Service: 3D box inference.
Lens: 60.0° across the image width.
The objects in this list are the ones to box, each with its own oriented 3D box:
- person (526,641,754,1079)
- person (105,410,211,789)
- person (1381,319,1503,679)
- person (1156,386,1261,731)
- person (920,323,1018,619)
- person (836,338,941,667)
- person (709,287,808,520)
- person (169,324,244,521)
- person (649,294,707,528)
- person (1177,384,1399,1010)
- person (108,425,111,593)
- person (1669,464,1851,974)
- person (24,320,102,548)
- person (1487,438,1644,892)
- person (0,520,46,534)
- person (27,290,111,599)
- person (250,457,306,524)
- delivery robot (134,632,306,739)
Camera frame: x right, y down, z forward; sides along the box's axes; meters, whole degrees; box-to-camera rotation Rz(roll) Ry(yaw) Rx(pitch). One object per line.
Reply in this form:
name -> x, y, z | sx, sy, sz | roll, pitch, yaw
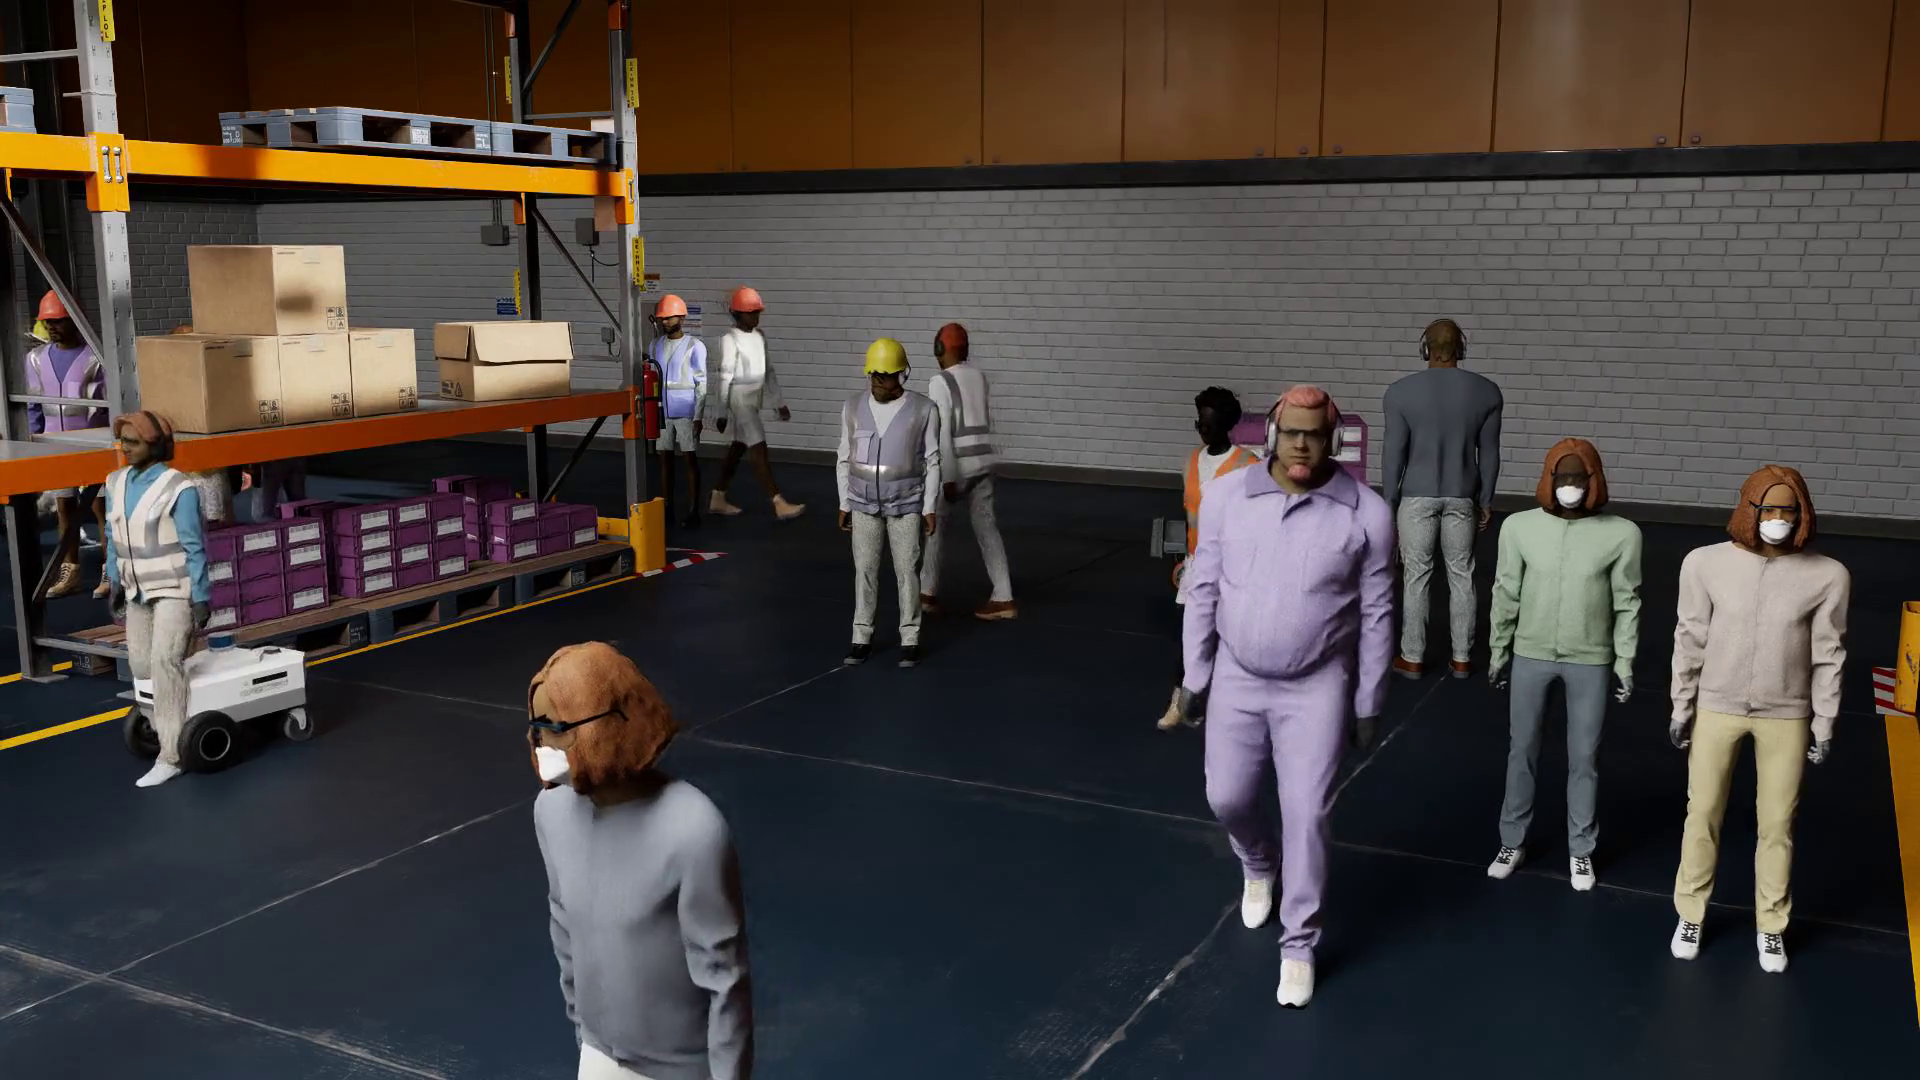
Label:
person -> -0.513, 0.950, 3.139 | 0.520, 1.602, 0.563 | 7, 12, 35
person -> -3.429, 0.226, 7.274 | 0.517, 1.617, 0.584 | 5, 11, 27
person -> 2.556, -0.210, 8.909 | 0.629, 1.931, 0.374 | 0, 10, 3
person -> 1.333, 0.073, 8.047 | 0.810, 1.666, 0.551 | -7, 12, -37
person -> -0.008, -0.435, 10.452 | 0.963, 1.834, 0.606 | 9, 13, 42
person -> -0.403, -0.202, 9.178 | 0.588, 1.822, 0.403 | 2, 10, 11
person -> -1.777, -1.158, 14.243 | 1.021, 1.987, 0.618 | 3, 10, 19
person -> -4.892, -0.458, 10.646 | 0.619, 1.835, 0.430 | 0, 10, -2
person -> -2.369, -1.065, 13.839 | 0.545, 1.938, 0.358 | 4, 10, 21
person -> 1.033, 0.442, 5.272 | 0.661, 1.884, 0.755 | 4, 11, 23
person -> -5.502, -0.469, 11.227 | 0.540, 1.638, 0.892 | 2, 10, 14
person -> 2.529, 0.566, 5.305 | 0.498, 1.629, 0.274 | 4, 11, 23
person -> -6.920, -0.791, 12.621 | 0.613, 1.816, 0.598 | -9, 13, -43
person -> 2.163, 0.444, 5.984 | 0.509, 1.631, 0.269 | 5, 11, 25
person -> -7.736, -0.993, 13.420 | 0.550, 1.935, 0.376 | 2, 10, 12
person -> -5.816, -0.617, 10.941 | 0.610, 2.043, 0.397 | 0, 10, 2
person -> -4.653, -0.529, 11.294 | 0.443, 1.742, 0.559 | 2, 10, 10
delivery robot -> -3.347, 0.660, 7.566 | 0.477, 0.478, 0.707 | 6, 12, 32
